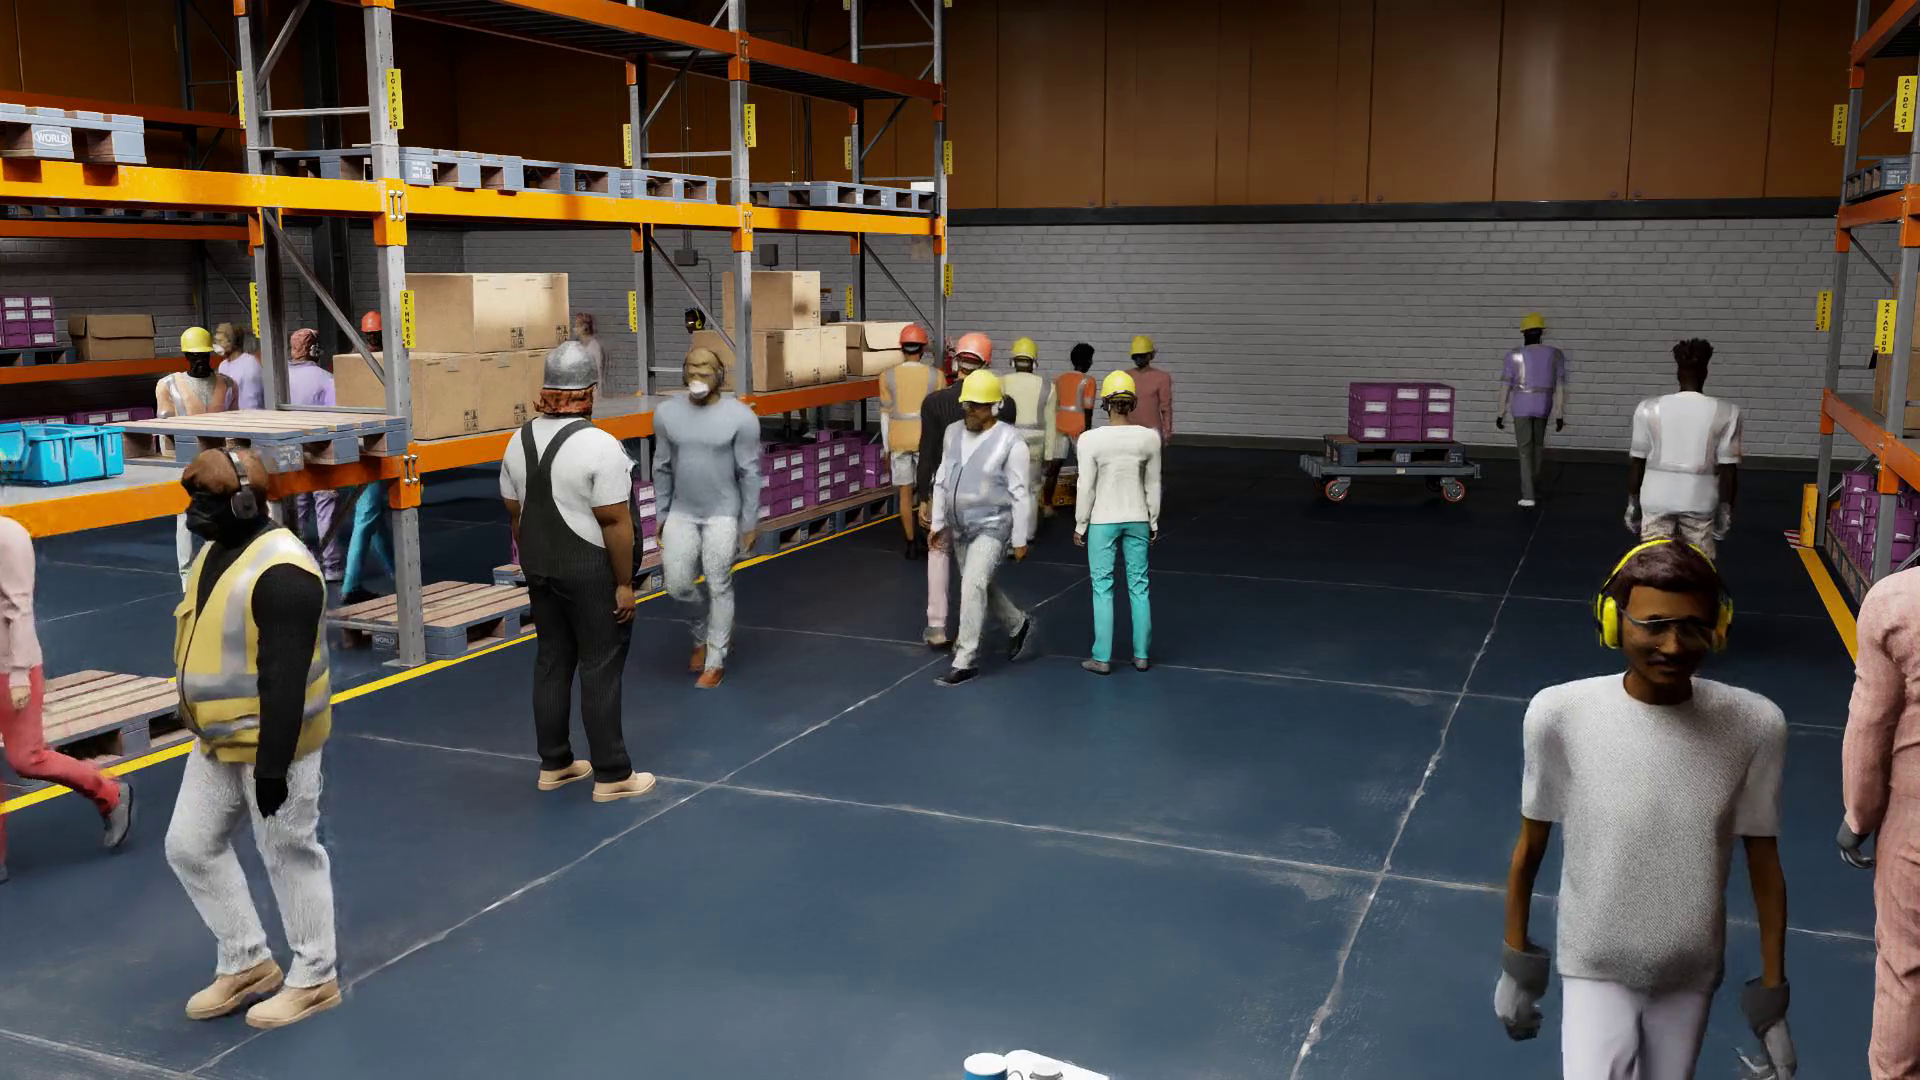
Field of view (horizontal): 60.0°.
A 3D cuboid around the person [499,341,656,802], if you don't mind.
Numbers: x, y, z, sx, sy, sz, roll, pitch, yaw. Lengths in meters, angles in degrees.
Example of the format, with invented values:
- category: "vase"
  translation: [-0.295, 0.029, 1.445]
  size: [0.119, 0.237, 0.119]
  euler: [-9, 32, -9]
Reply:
- category: "person"
  translation: [-1.667, 0.134, 7.432]
  size: [0.687, 2.000, 0.538]
  euler: [6, 11, 33]

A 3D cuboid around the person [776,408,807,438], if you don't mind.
- category: "person"
  translation: [-2.325, -2.368, 22.947]
  size: [0.558, 1.932, 0.382]
  euler: [-8, 12, -39]

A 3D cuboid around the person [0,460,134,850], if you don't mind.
- category: "person"
  translation: [-3.611, 0.457, 6.343]
  size: [0.522, 1.747, 0.694]
  euler: [5, 10, 26]

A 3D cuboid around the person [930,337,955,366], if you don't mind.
- category: "person"
  translation: [-0.262, -1.435, 18.290]
  size: [0.712, 1.602, 0.504]
  euler: [-4, 10, -24]

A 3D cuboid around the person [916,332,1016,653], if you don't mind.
- category: "person"
  translation: [0.022, -0.284, 10.190]
  size: [0.617, 1.960, 0.742]
  euler: [-1, 9, -8]

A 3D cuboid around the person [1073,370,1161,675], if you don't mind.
- category: "person"
  translation: [0.909, -0.098, 9.668]
  size: [0.534, 1.767, 0.320]
  euler: [-3, 10, -17]

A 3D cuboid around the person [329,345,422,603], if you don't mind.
- category: "person"
  translation: [-4.175, -0.491, 11.949]
  size: [0.608, 1.788, 0.961]
  euler: [4, 10, 25]

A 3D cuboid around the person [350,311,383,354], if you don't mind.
- category: "person"
  translation: [-5.519, -1.200, 15.825]
  size: [0.553, 1.935, 0.361]
  euler: [-2, 10, -15]

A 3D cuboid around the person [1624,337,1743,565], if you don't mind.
- category: "person"
  translation: [4.279, -0.223, 9.882]
  size: [0.621, 1.951, 0.411]
  euler: [4, 10, 25]

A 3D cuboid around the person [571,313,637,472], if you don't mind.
- category: "person"
  translation: [-4.001, -1.534, 18.072]
  size: [0.958, 1.869, 0.655]
  euler: [-4, 10, -22]

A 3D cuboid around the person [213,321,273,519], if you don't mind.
- category: "person"
  translation: [-5.851, -0.834, 13.660]
  size: [0.642, 1.927, 0.475]
  euler: [8, 13, 42]

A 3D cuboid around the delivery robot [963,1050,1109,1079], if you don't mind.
- category: "delivery robot"
  translation: [0.060, 1.424, 3.819]
  size: [0.477, 0.478, 0.707]
  euler: [7, 11, 35]

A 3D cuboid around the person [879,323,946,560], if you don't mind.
- category: "person"
  translation: [-0.378, -0.779, 13.347]
  size: [0.540, 1.919, 0.489]
  euler: [0, 9, -3]

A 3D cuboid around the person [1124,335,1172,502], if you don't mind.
- category: "person"
  translation: [1.616, -0.970, 15.043]
  size: [0.530, 1.740, 0.746]
  euler: [5, 10, 27]

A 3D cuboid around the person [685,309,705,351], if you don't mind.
- category: "person"
  translation: [-3.036, -1.758, 19.446]
  size: [0.326, 1.863, 0.508]
  euler: [-4, 10, -22]

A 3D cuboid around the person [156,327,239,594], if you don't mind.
- category: "person"
  translation: [-5.493, -0.579, 12.088]
  size: [0.585, 1.929, 0.377]
  euler: [-9, 13, -43]

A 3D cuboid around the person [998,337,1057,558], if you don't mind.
- category: "person"
  translation: [0.495, -0.759, 13.606]
  size: [0.584, 1.793, 0.923]
  euler: [0, 9, -1]

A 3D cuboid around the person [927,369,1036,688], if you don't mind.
- category: "person"
  translation: [0.168, -0.092, 9.549]
  size: [0.593, 1.798, 0.845]
  euler: [9, 13, 44]

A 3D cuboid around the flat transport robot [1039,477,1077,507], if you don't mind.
- category: "flat transport robot"
  translation: [0.614, -0.524, 16.767]
  size: [0.652, 0.197, 1.431]
  euler: [-6, 11, -31]

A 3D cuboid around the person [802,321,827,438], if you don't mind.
- category: "person"
  translation: [-2.030, -2.266, 22.894]
  size: [0.365, 1.736, 0.503]
  euler: [7, 12, 36]

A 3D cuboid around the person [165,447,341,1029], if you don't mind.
- category: "person"
  translation: [-2.205, 0.626, 5.091]
  size: [0.652, 1.822, 0.563]
  euler: [9, 13, 43]

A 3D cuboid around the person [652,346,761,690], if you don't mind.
- category: "person"
  translation: [-1.425, -0.120, 9.312]
  size: [0.651, 1.926, 0.435]
  euler: [2, 10, 11]

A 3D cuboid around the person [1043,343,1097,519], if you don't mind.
- category: "person"
  translation: [1.085, -1.012, 15.568]
  size: [0.901, 1.635, 0.547]
  euler: [-9, 13, -43]

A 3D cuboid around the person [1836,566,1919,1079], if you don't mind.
- category: "person"
  translation: [2.625, 0.718, 4.297]
  size: [0.650, 1.907, 0.409]
  euler: [4, 10, 21]

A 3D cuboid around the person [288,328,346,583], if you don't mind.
- category: "person"
  translation: [-4.838, -0.627, 12.460]
  size: [0.641, 1.905, 0.410]
  euler: [3, 10, 17]

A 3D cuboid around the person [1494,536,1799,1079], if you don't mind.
- category: "person"
  translation: [1.384, 0.907, 3.327]
  size: [0.534, 1.849, 0.550]
  euler: [1, 9, 6]

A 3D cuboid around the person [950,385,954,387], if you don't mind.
- category: "person"
  translation: [0.159, -0.842, 14.679]
  size: [0.503, 1.599, 0.799]
  euler: [4, 10, 25]

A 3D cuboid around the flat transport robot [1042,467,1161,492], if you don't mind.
- category: "flat transport robot"
  translation: [1.355, -0.649, 17.526]
  size: [1.431, 0.197, 0.652]
  euler: [-6, 11, -31]

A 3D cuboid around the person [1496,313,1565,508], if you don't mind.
- category: "person"
  translation: [5.610, -1.286, 16.453]
  size: [0.603, 1.895, 0.740]
  euler: [0, 9, -1]
